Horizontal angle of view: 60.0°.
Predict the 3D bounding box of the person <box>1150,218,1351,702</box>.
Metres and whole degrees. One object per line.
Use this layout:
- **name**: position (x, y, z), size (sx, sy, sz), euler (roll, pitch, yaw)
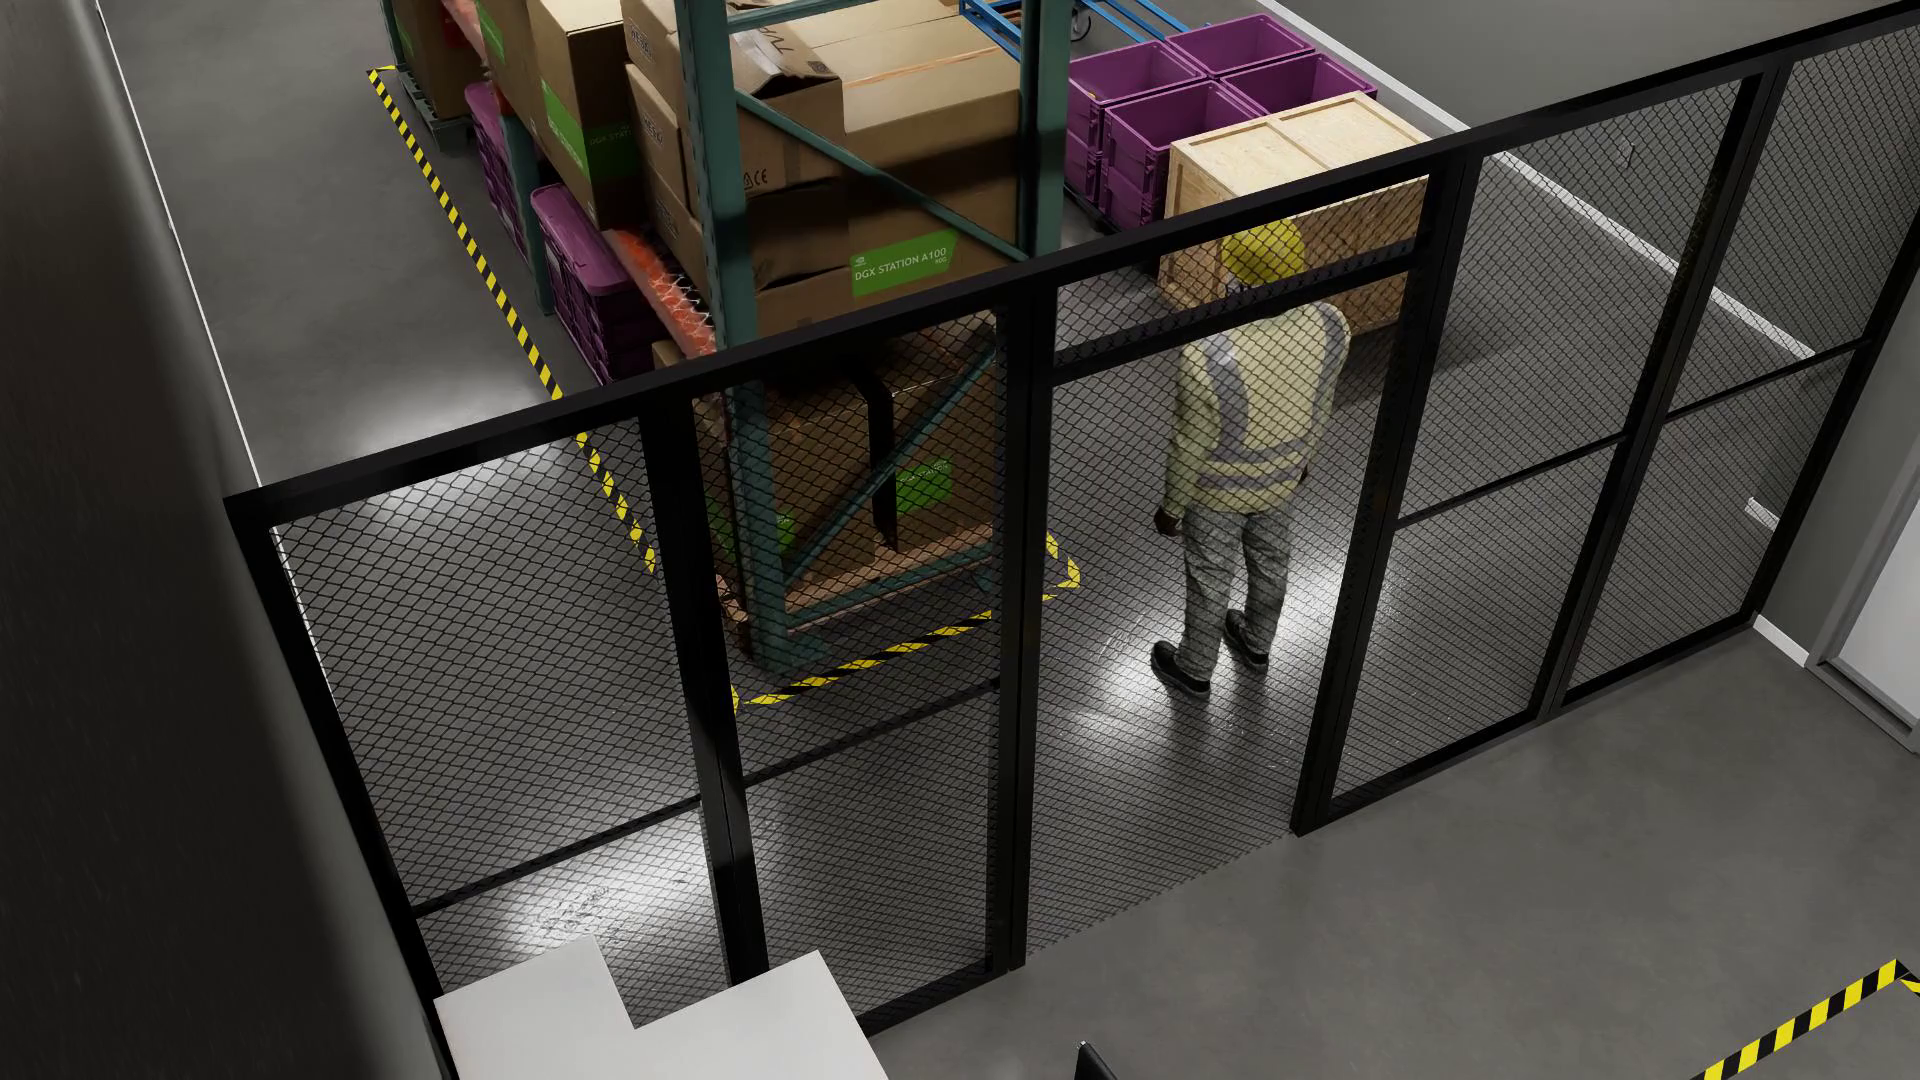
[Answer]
- **person**: position (0.879, -0.228, 5.271), size (0.589, 1.835, 0.404), euler (-18, 45, -19)
